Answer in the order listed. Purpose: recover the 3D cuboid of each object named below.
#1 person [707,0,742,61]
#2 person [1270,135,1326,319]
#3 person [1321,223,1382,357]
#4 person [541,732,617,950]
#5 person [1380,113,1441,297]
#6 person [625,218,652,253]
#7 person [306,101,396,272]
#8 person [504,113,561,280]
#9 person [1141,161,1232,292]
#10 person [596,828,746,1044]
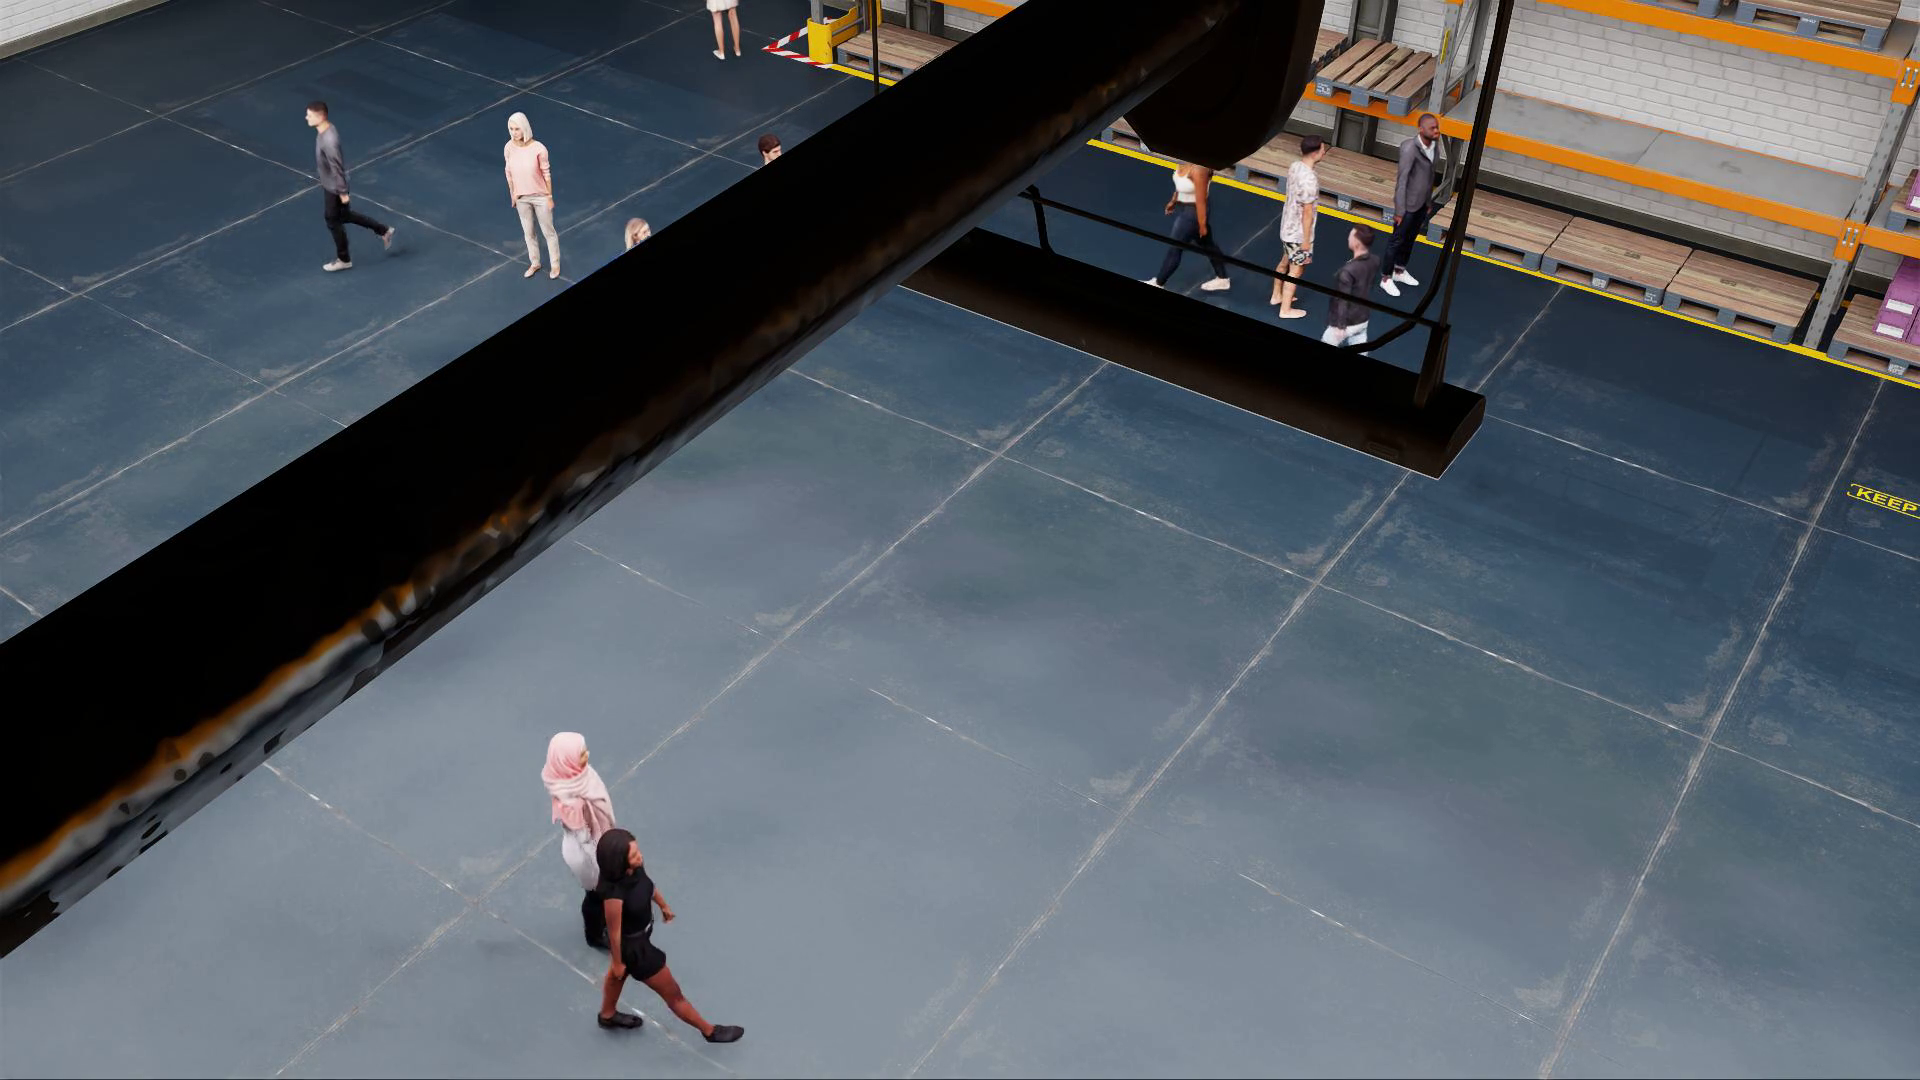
[{"bbox_3d":[-2.963,-6.837,20.625,0.644,1.709,0.665,-16,41,-19],"label":"person"},{"bbox_3d":[3.179,-2.958,15.685,0.782,1.812,0.735,-4,39,-5],"label":"person"},{"bbox_3d":[3.420,-1.836,14.291,0.885,1.798,1.194,-27,46,-30],"label":"person"},{"bbox_3d":[-2.257,1.809,9.730,0.812,1.794,0.764,-2,39,-3],"label":"person"},{"bbox_3d":[4.357,-3.271,16.072,0.781,1.818,0.704,-26,45,-29],"label":"person"},{"bbox_3d":[-2.820,-2.088,14.723,1.248,1.654,0.900,10,40,13],"label":"person"},{"bbox_3d":[-6.082,-3.513,16.436,1.019,1.742,1.027,-13,41,-16],"label":"person"},{"bbox_3d":[-4.180,-3.376,16.279,0.612,1.724,0.739,5,39,6],"label":"person"},{"bbox_3d":[2.339,-3.105,15.916,1.263,1.754,1.029,3,39,4],"label":"person"},{"bbox_3d":[-1.909,2.235,9.275,1.207,1.697,1.006,2,39,3],"label":"person"}]
